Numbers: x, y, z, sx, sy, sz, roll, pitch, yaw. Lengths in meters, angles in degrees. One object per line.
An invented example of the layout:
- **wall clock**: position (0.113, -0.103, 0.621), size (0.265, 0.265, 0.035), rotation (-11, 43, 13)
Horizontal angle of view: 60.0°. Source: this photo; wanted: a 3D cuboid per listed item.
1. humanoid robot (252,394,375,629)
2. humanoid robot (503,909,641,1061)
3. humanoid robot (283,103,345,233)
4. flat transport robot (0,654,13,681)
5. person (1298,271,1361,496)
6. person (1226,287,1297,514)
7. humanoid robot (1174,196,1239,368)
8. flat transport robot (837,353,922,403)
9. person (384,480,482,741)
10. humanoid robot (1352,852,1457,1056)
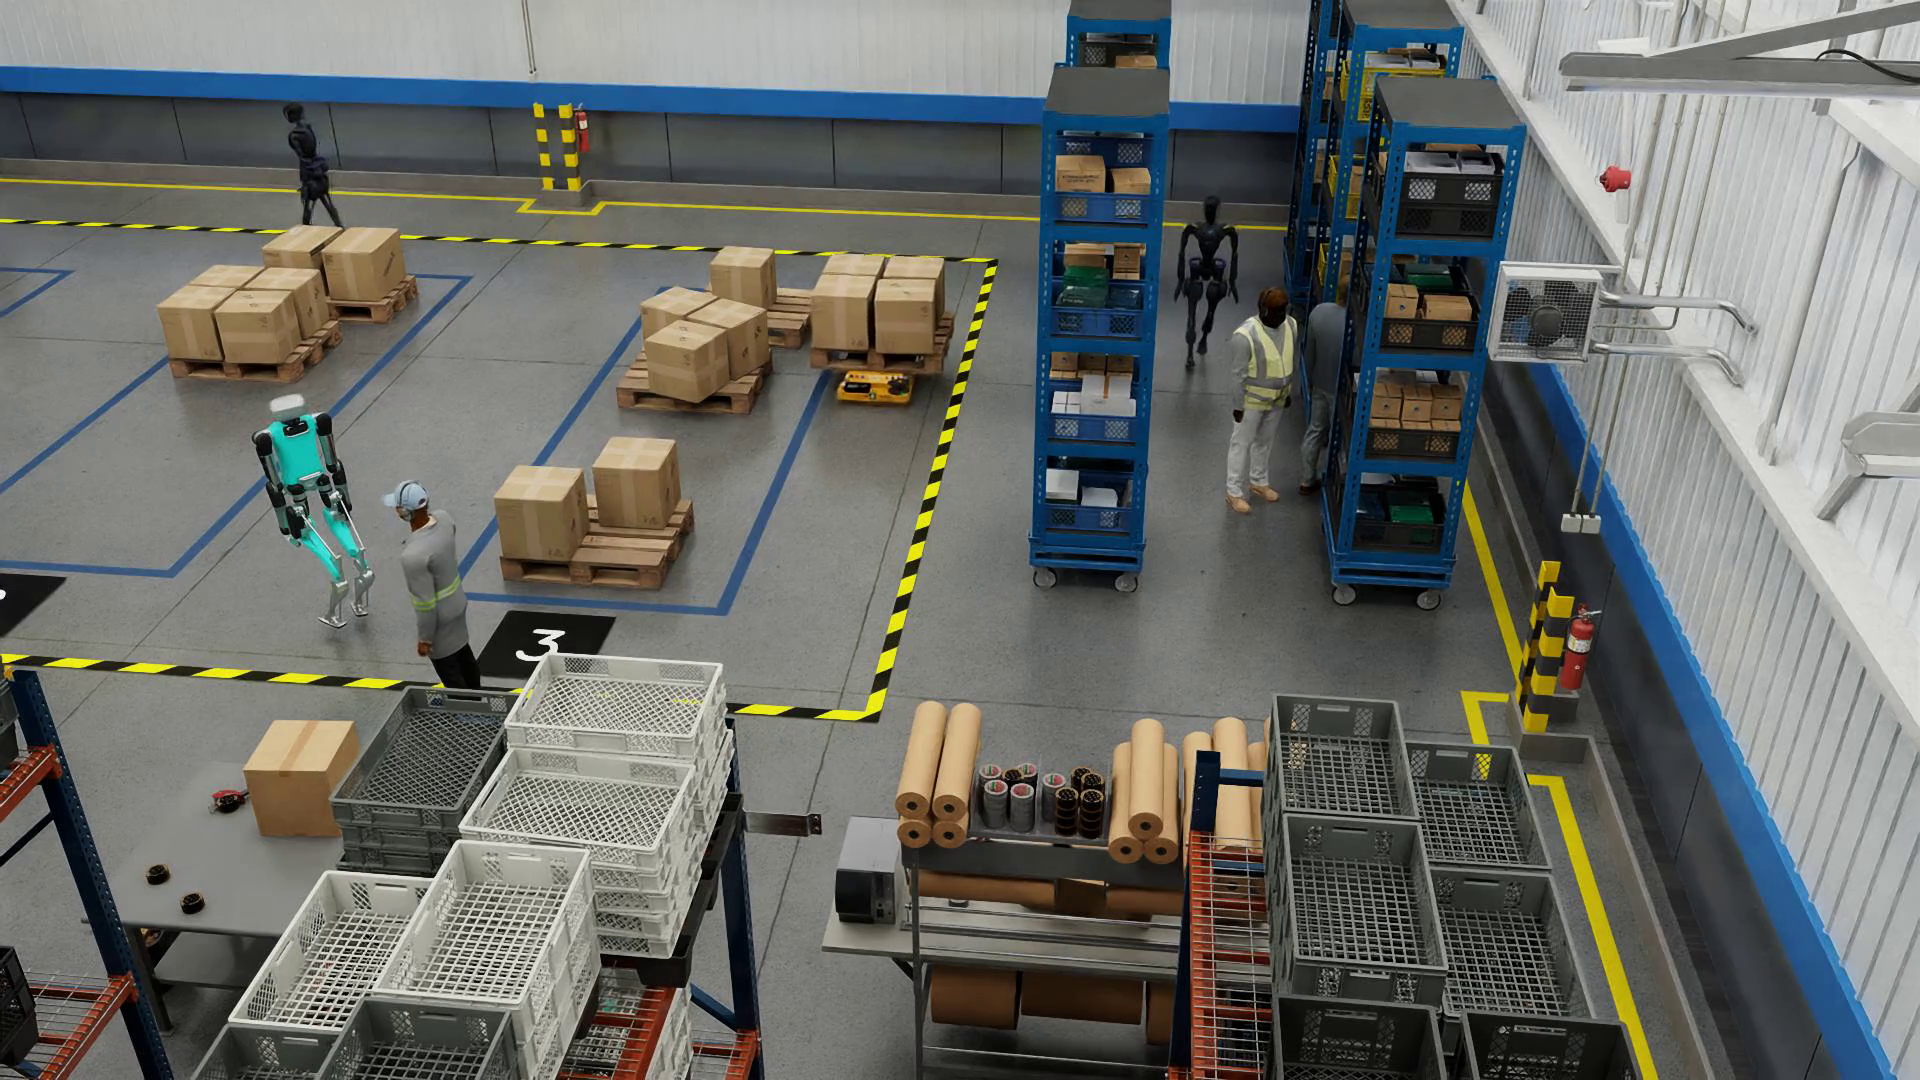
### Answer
- **humanoid robot**: position (-4.314, -0.139, 11.319), size (0.533, 1.677, 0.735), rotation (-26, 39, -37)
- **humanoid robot**: position (-1.625, 2.147, 7.632), size (0.767, 1.896, 0.545), rotation (-12, 32, -19)
- **humanoid robot**: position (-7.080, -3.943, 18.072), size (0.718, 1.624, 0.612), rotation (-2, 30, -4)
- **flat transport robot**: position (-7.142, 0.969, 11.010), size (1.431, 0.231, 0.659), rotation (3, 30, 6)
- **person**: position (2.951, -1.181, 13.042), size (0.353, 1.937, 0.633), rotation (-19, 35, -29)
- **person**: position (2.372, -1.110, 13.016), size (0.623, 1.844, 0.431), rotation (-19, 35, -29)
- **humanoid robot**: position (2.304, -2.404, 15.450), size (0.596, 1.626, 0.780), rotation (4, 30, 6)
- **flat transport robot**: position (-0.708, -1.682, 15.534), size (0.652, 0.197, 1.431), rotation (3, 30, 6)
- **person**: position (-3.264, 0.450, 10.329), size (0.396, 1.850, 0.587), rotation (2, 30, 4)
- **humanoid robot**: position (2.041, 2.082, 7.701), size (0.584, 1.648, 0.392), rotation (11, 32, 19)
